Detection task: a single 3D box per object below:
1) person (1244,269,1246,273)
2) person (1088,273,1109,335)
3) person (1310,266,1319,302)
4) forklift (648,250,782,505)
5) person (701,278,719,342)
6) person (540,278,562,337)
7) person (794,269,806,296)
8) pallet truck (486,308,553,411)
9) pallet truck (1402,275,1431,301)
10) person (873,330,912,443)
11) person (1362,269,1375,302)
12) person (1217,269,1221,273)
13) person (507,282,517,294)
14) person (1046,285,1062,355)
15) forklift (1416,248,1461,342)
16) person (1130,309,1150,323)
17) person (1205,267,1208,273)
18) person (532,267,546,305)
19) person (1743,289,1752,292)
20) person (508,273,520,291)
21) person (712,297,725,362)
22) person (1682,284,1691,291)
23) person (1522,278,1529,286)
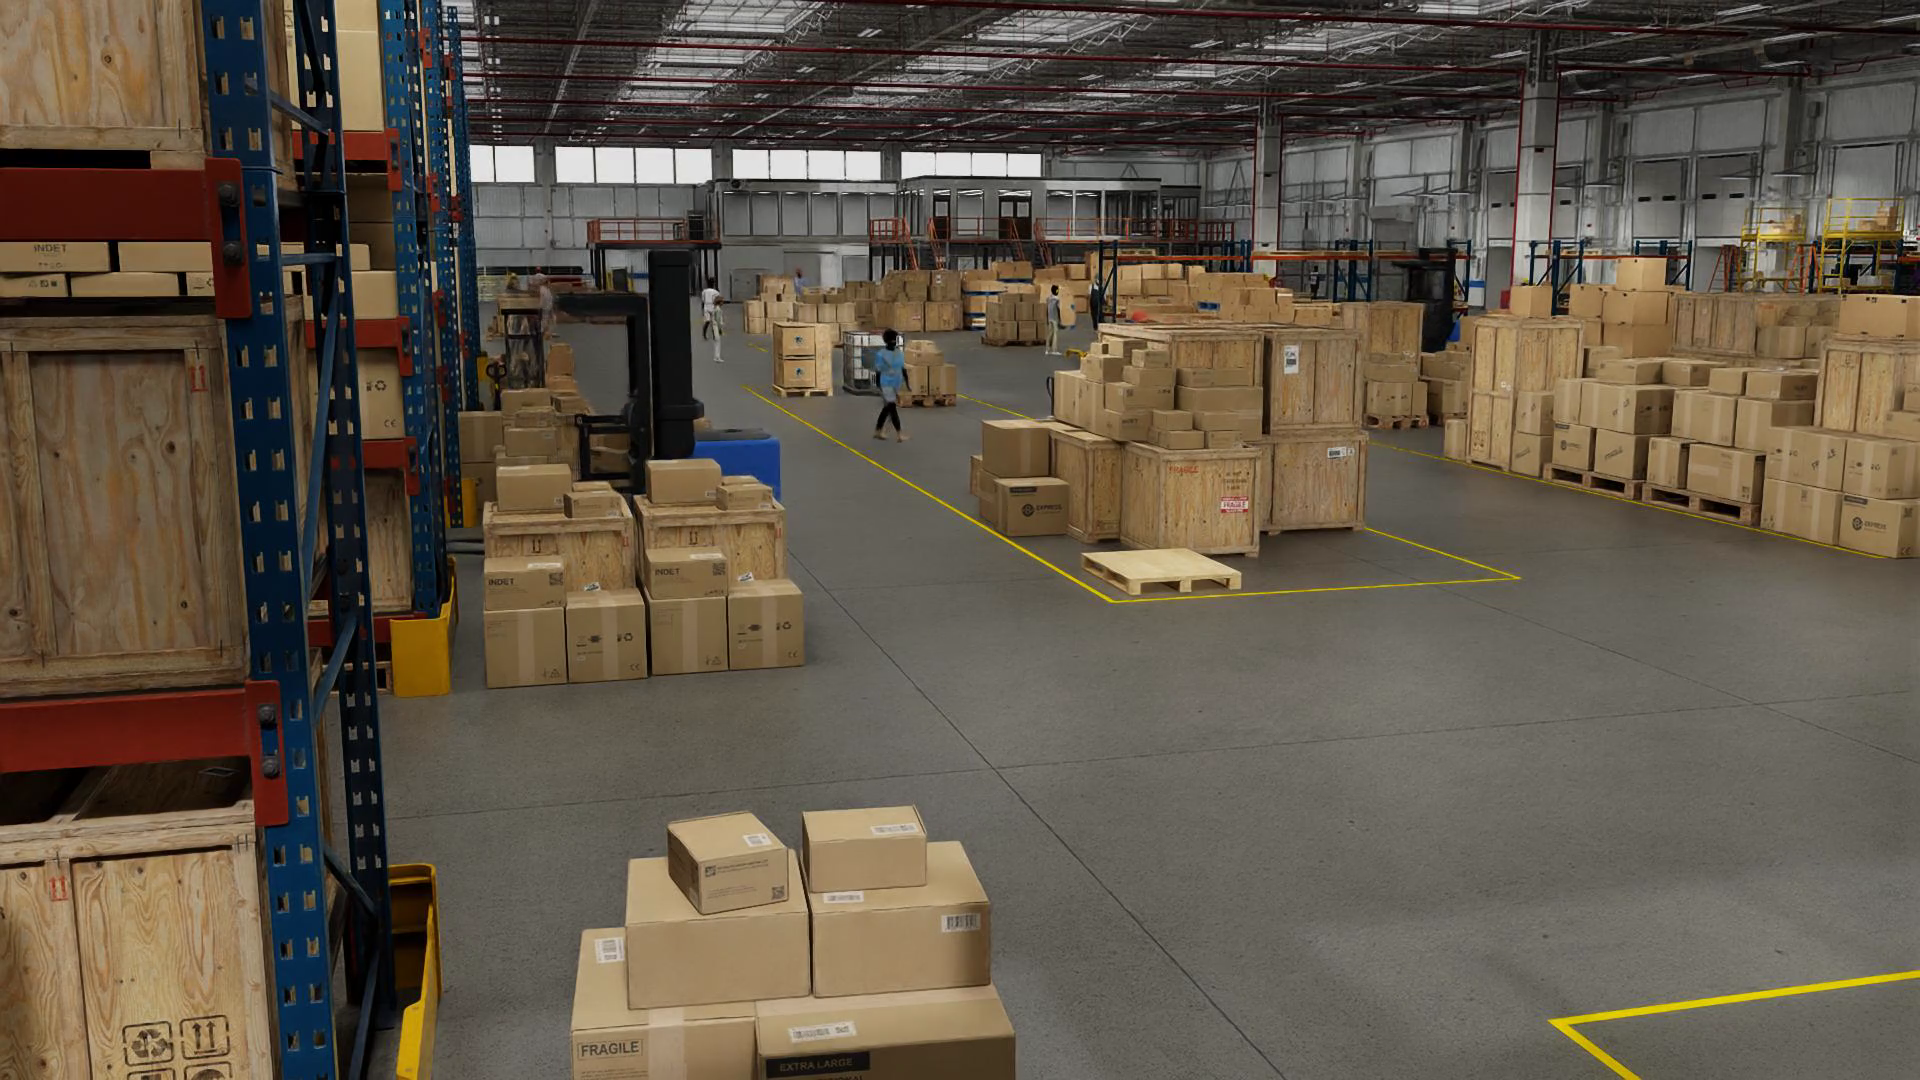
[{"bbox_3d":[11.720,-10.228,68.829,0.906,1.906,0.628,-7,12,-35],"label":"person"},{"bbox_3d":[4.502,-7.677,54.022,0.688,2.000,0.785,3,10,14],"label":"person"},{"bbox_3d":[17.723,-12.751,83.145,0.391,1.911,0.584,-7,12,-34],"label":"person"},{"bbox_3d":[-2.675,-1.311,15.595,1.873,2.768,1.129,-3,10,-15],"label":"forklift"},{"bbox_3d":[-7.547,-6.944,50.185,0.616,1.933,0.916,3,11,18],"label":"person"},{"bbox_3d":[-12.953,-7.338,52.572,0.806,1.868,0.651,-1,10,-7],"label":"person"},{"bbox_3d":[-6.810,-10.596,70.916,0.553,1.915,0.746,1,10,6],"label":"person"},{"bbox_3d":[-6.242,-2.418,24.362,0.823,1.965,1.885,1,10,3],"label":"pallet truck"},{"bbox_3d":[14.620,-7.324,52.145,0.823,1.965,1.885,8,13,40],"label":"pallet truck"},{"bbox_3d":[-1.008,-2.262,24.466,0.871,1.648,0.539,8,13,40],"label":"person"},{"bbox_3d":[19.397,-12.001,79.116,0.560,1.815,0.972,-10,14,-44],"label":"person"},{"bbox_3d":[14.870,-14.725,94.612,0.638,1.808,0.914,-4,11,-23],"label":"person"},{"bbox_3d":[-15.724,-8.222,58.303,0.357,1.620,0.501,4,11,20],"label":"person"},{"bbox_3d":[2.489,-5.830,44.093,0.325,1.860,0.507,-9,13,-40],"label":"person"},{"bbox_3d":[11.284,-5.529,39.481,1.873,2.768,1.129,-8,13,-37],"label":"forklift"},{"bbox_3d":[2.554,-2.266,23.545,0.645,1.982,0.420,-6,12,-30],"label":"person"},{"bbox_3d":[11.421,-11.687,77.080,0.379,1.916,0.591,9,14,43],"label":"person"},{"bbox_3d":[-18.818,-11.250,74.476,0.651,1.953,0.974,-1,10,-8],"label":"person"},{"bbox_3d":[17.557,-4.648,37.220,0.635,1.917,0.671,1,10,5],"label":"person"},{"bbox_3d":[-19.411,-10.762,72.436,0.497,1.709,0.867,-3,10,-15],"label":"person"},{"bbox_3d":[-6.006,-5.234,41.355,0.315,1.629,0.508,-2,10,-9],"label":"person"},{"bbox_3d":[20.470,-6.351,47.154,0.664,1.832,0.432,-7,12,-36],"label":"person"},{"bbox_3d":[18.010,-7.455,53.270,1.012,1.857,0.617,7,12,33],"label":"person"}]
